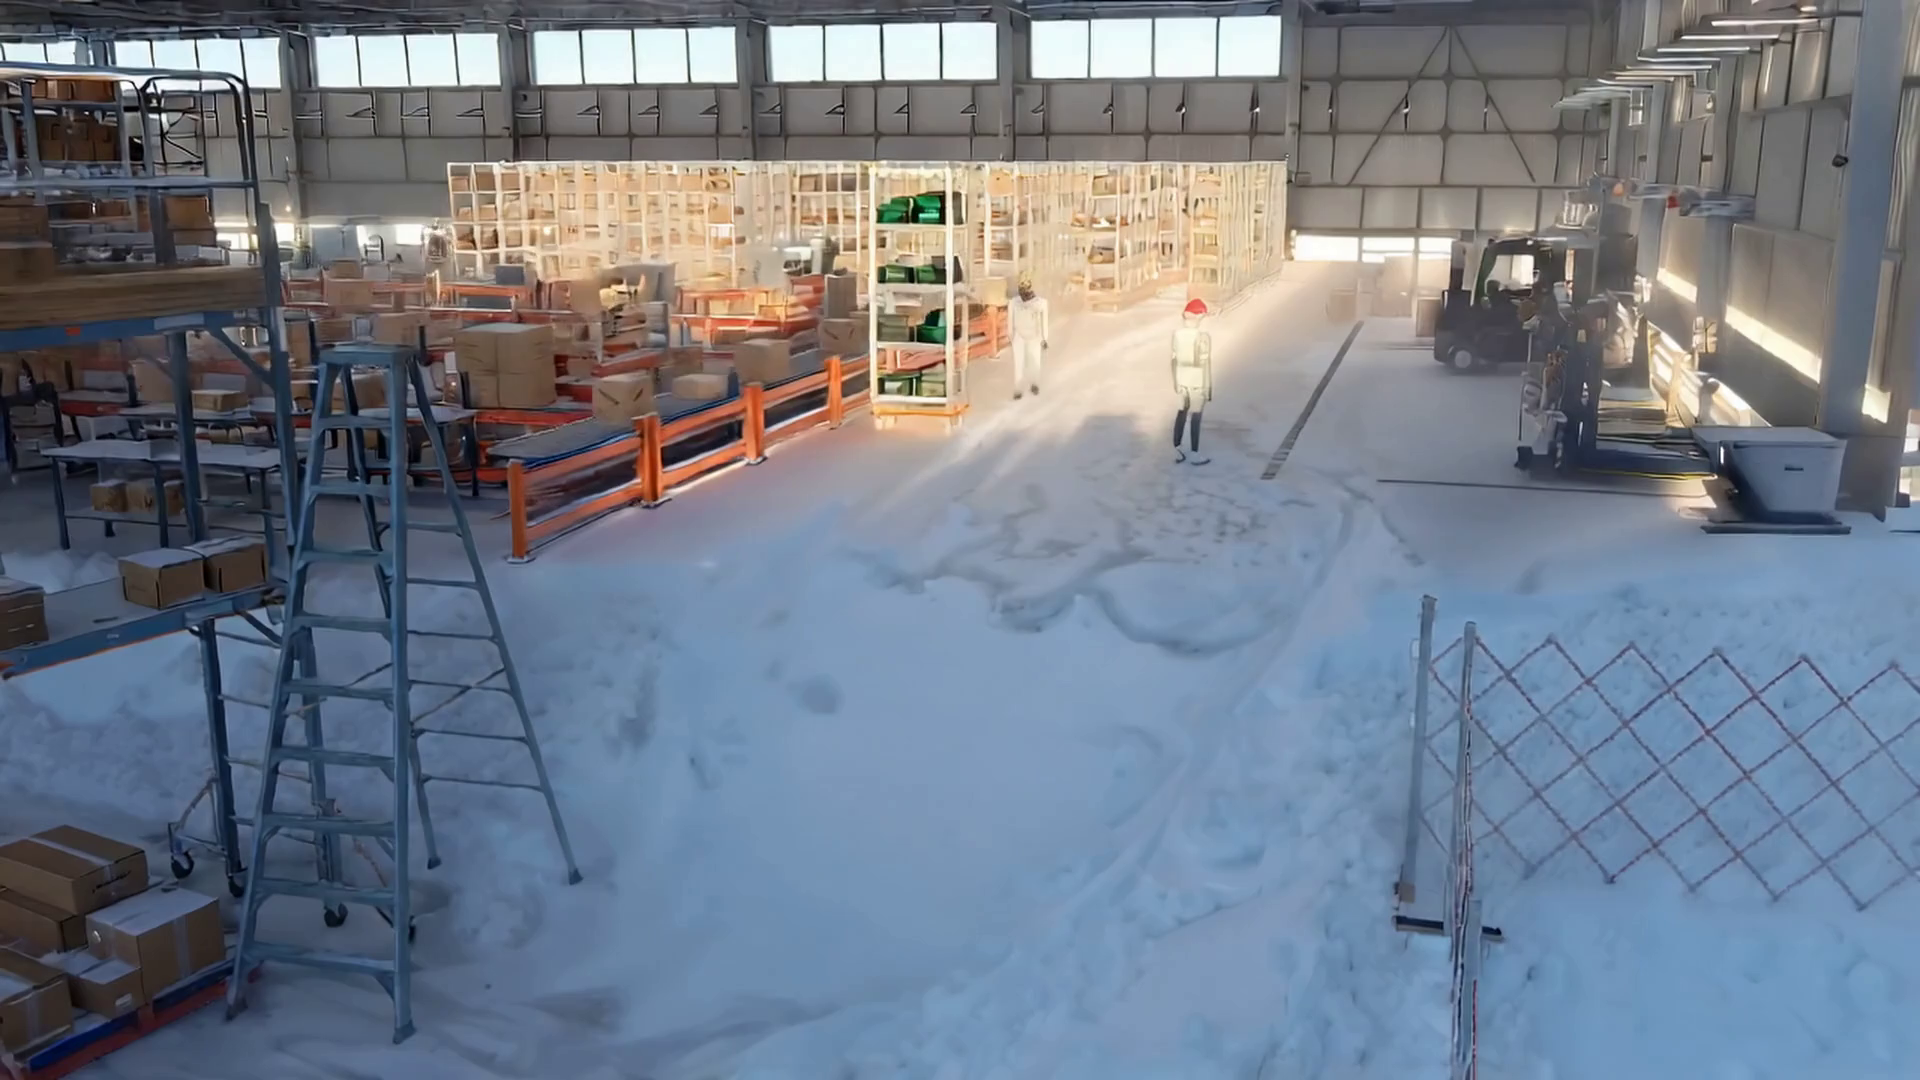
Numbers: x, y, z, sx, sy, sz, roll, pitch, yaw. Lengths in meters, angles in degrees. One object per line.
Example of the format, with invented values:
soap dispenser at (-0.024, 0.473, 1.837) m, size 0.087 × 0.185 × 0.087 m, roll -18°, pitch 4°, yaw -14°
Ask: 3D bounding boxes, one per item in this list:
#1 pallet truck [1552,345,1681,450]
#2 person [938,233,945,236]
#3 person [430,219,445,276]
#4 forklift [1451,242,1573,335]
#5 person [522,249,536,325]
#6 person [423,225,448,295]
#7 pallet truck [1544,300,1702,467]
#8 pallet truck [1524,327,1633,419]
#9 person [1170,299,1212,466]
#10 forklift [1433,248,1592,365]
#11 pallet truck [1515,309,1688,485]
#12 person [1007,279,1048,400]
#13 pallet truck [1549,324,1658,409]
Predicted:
pallet truck at (8.641, -1.896, 21.908) m, size 1.630 × 1.274 × 0.653 m, roll 4°, pitch 14°, yaw 16°
person at (-0.516, -8.700, 50.109) m, size 0.389 × 1.846 × 0.565 m, roll 1°, pitch 13°, yaw 6°
person at (-16.422, -9.211, 52.401) m, size 0.460 × 1.808 × 0.603 m, roll 3°, pitch 13°, yaw 12°
forklift at (10.464, -4.597, 31.405) m, size 2.680 × 1.987 × 1.157 m, roll 4°, pitch 14°, yaw 16°
person at (-9.351, -5.445, 36.224) m, size 0.307 × 1.770 × 0.525 m, roll 0°, pitch 13°, yaw -2°
person at (-14.238, -7.581, 45.168) m, size 0.646 × 1.904 × 0.821 m, roll -5°, pitch 14°, yaw -19°
pallet truck at (8.263, -1.952, 20.631) m, size 1.885 × 1.965 × 0.823 m, roll 5°, pitch 14°, yaw 20°
pallet truck at (9.065, -2.460, 24.370) m, size 1.522 × 1.261 × 0.704 m, roll 3°, pitch 13°, yaw 14°
person at (2.863, -1.937, 20.469) m, size 0.374 × 2.043 × 0.612 m, roll -12°, pitch 17°, yaw -41°
forklift at (9.780, -4.111, 29.280) m, size 2.680 × 1.987 × 1.157 m, roll 3°, pitch 13°, yaw 14°
pallet truck at (7.554, -1.677, 19.446) m, size 1.885 × 1.965 × 0.823 m, roll 3°, pitch 13°, yaw 14°
person at (1.067, -3.179, 26.219) m, size 0.643 × 1.871 × 0.910 m, roll 2°, pitch 13°, yaw 8°
pallet truck at (9.824, -2.669, 25.407) m, size 1.601 × 1.201 × 0.680 m, roll 4°, pitch 14°, yaw 16°
